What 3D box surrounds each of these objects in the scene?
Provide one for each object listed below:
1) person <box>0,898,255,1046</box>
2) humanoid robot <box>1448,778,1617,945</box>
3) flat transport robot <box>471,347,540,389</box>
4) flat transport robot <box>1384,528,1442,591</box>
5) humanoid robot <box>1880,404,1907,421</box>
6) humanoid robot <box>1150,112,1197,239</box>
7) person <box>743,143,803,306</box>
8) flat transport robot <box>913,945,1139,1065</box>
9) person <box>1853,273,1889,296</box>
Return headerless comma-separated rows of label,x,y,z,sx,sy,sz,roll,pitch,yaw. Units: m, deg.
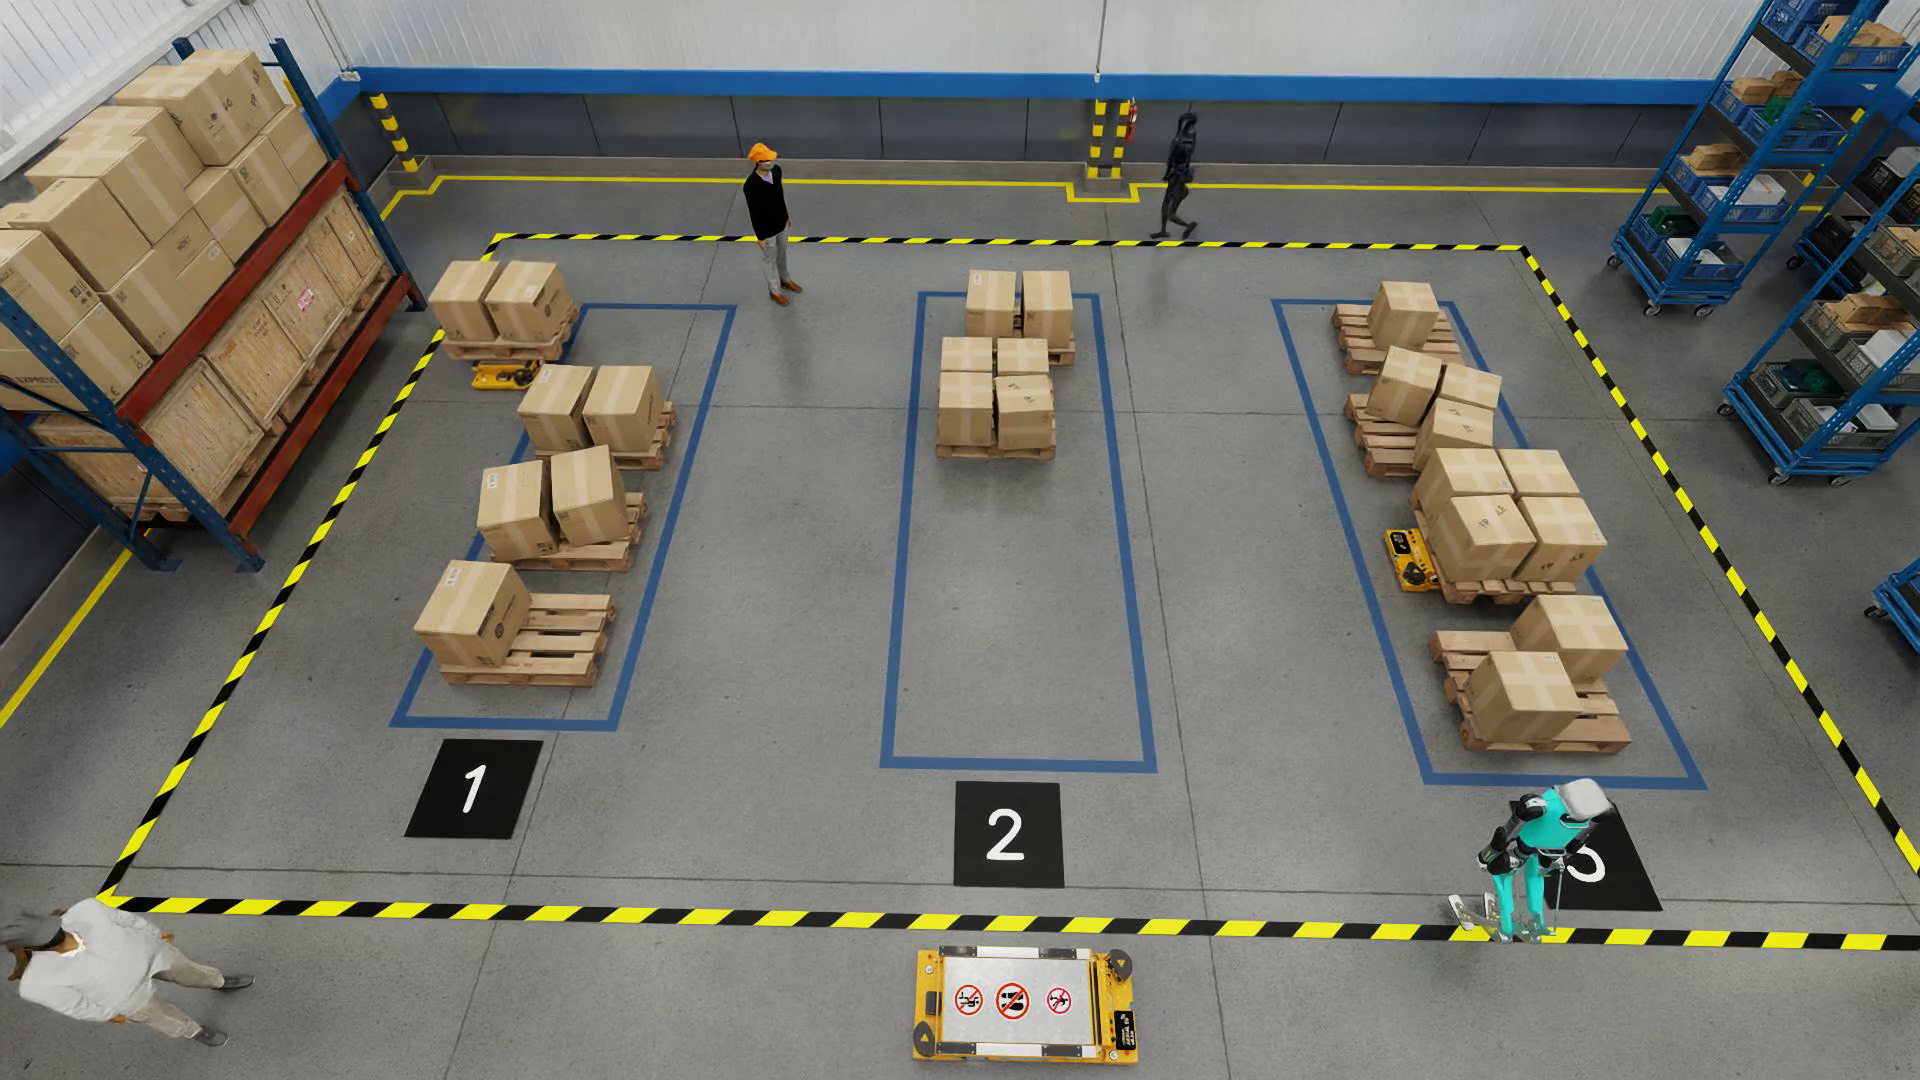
person,-4.943,2.565,5.426,0.398,1.769,0.563,1,51,1
humanoid robot,3.578,2.142,5.703,0.533,1.681,0.735,1,51,1
flat transport robot,-4.931,-2.235,10.289,0.652,0.197,1.431,1,51,1
flat transport robot,4.691,0.155,8.342,1.431,0.197,0.652,1,51,1
humanoid robot,9.255,-1.532,8.832,0.612,1.642,0.376,11,52,9
humanoid robot,2.720,-4.420,11.180,0.495,1.636,0.589,-7,51,-6
person,-2.115,-3.551,10.338,0.350,1.884,0.589,22,54,17
flat transport robot,0.422,3.041,6.007,1.431,0.231,0.659,1,51,1
person,9.832,-2.690,9.664,0.626,1.843,0.429,11,52,9
